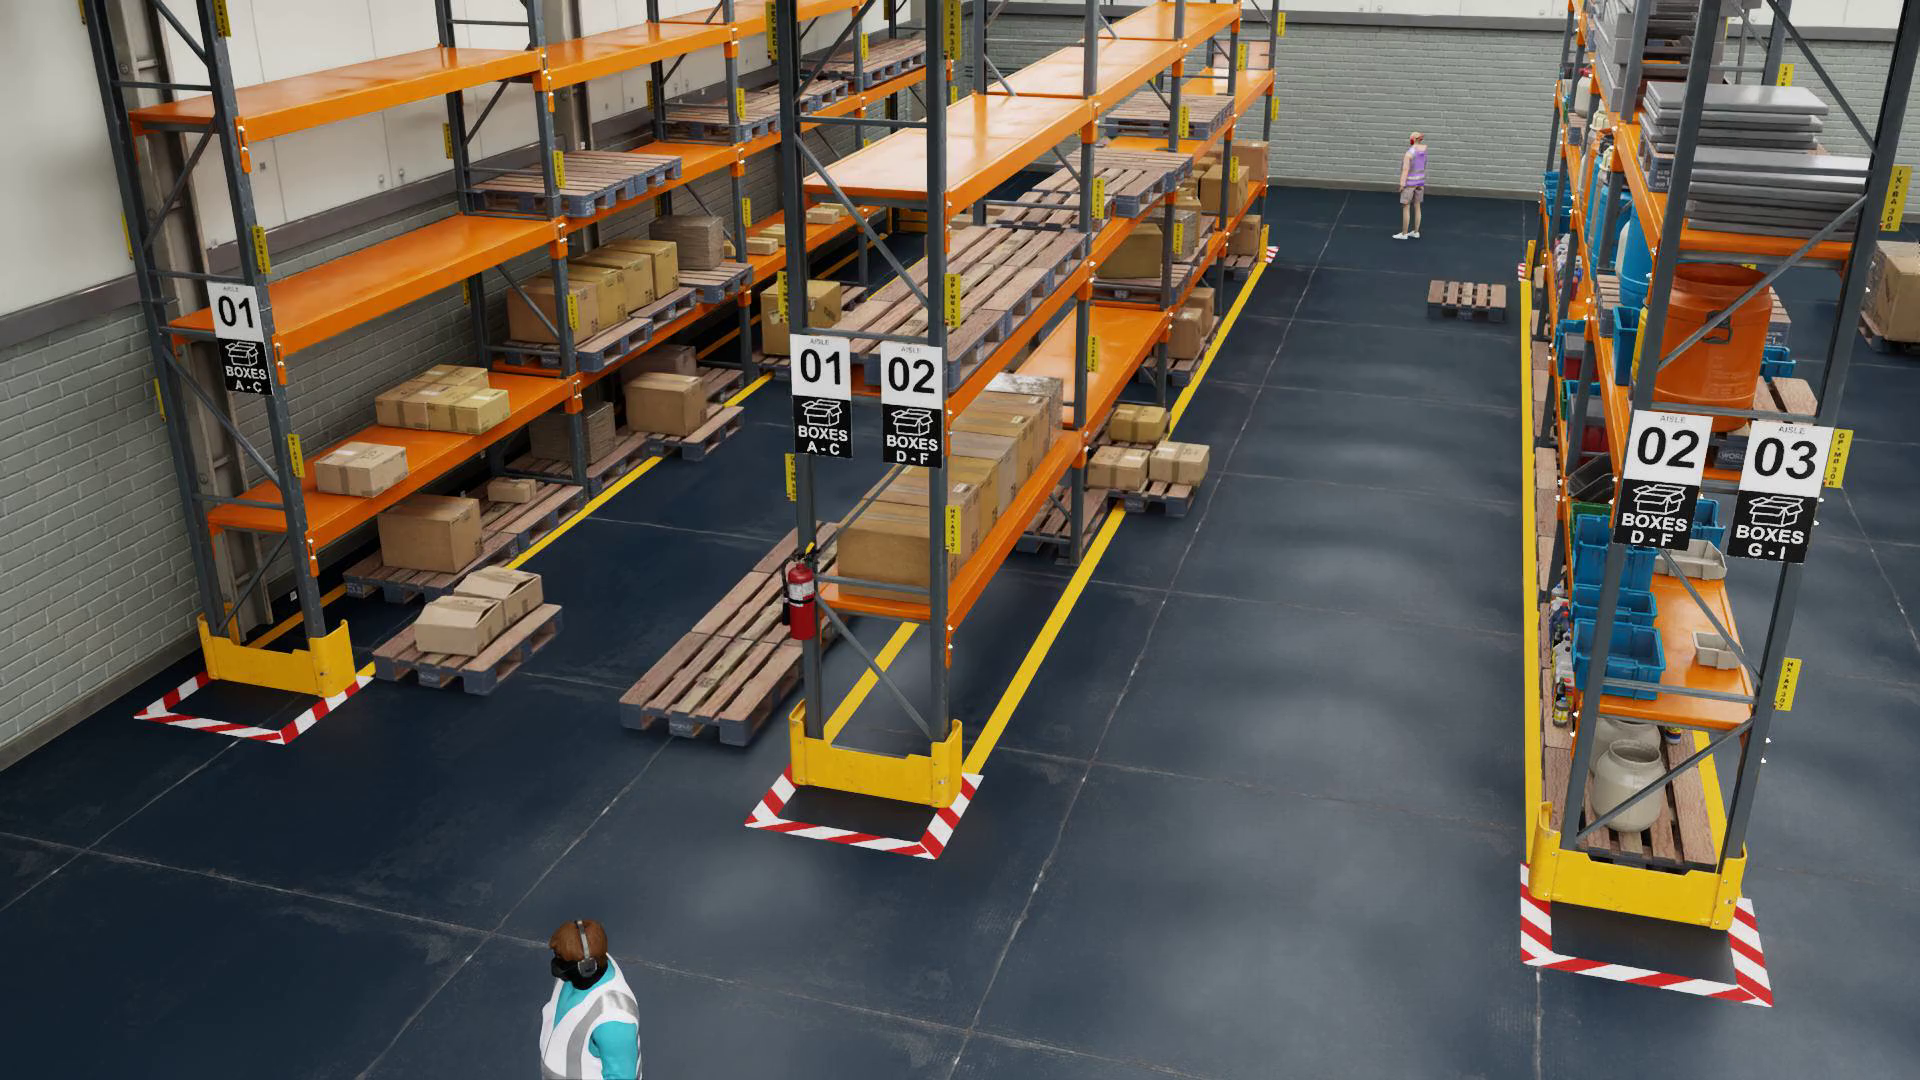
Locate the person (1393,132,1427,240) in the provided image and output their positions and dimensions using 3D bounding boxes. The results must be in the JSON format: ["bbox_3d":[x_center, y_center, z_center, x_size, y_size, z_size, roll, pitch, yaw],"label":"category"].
[{"bbox_3d":[7.181,-5.621,26.419,0.489,1.688,0.351,-14,27,-29],"label":"person"}]

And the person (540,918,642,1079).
[{"bbox_3d":[-1.636,2.477,7.444,0.429,1.844,0.626,-13,26,-27],"label":"person"}]

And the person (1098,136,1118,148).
[{"bbox_3d":[2.315,-5.928,27.054,0.799,1.739,0.519,-1,23,-3],"label":"person"}]
